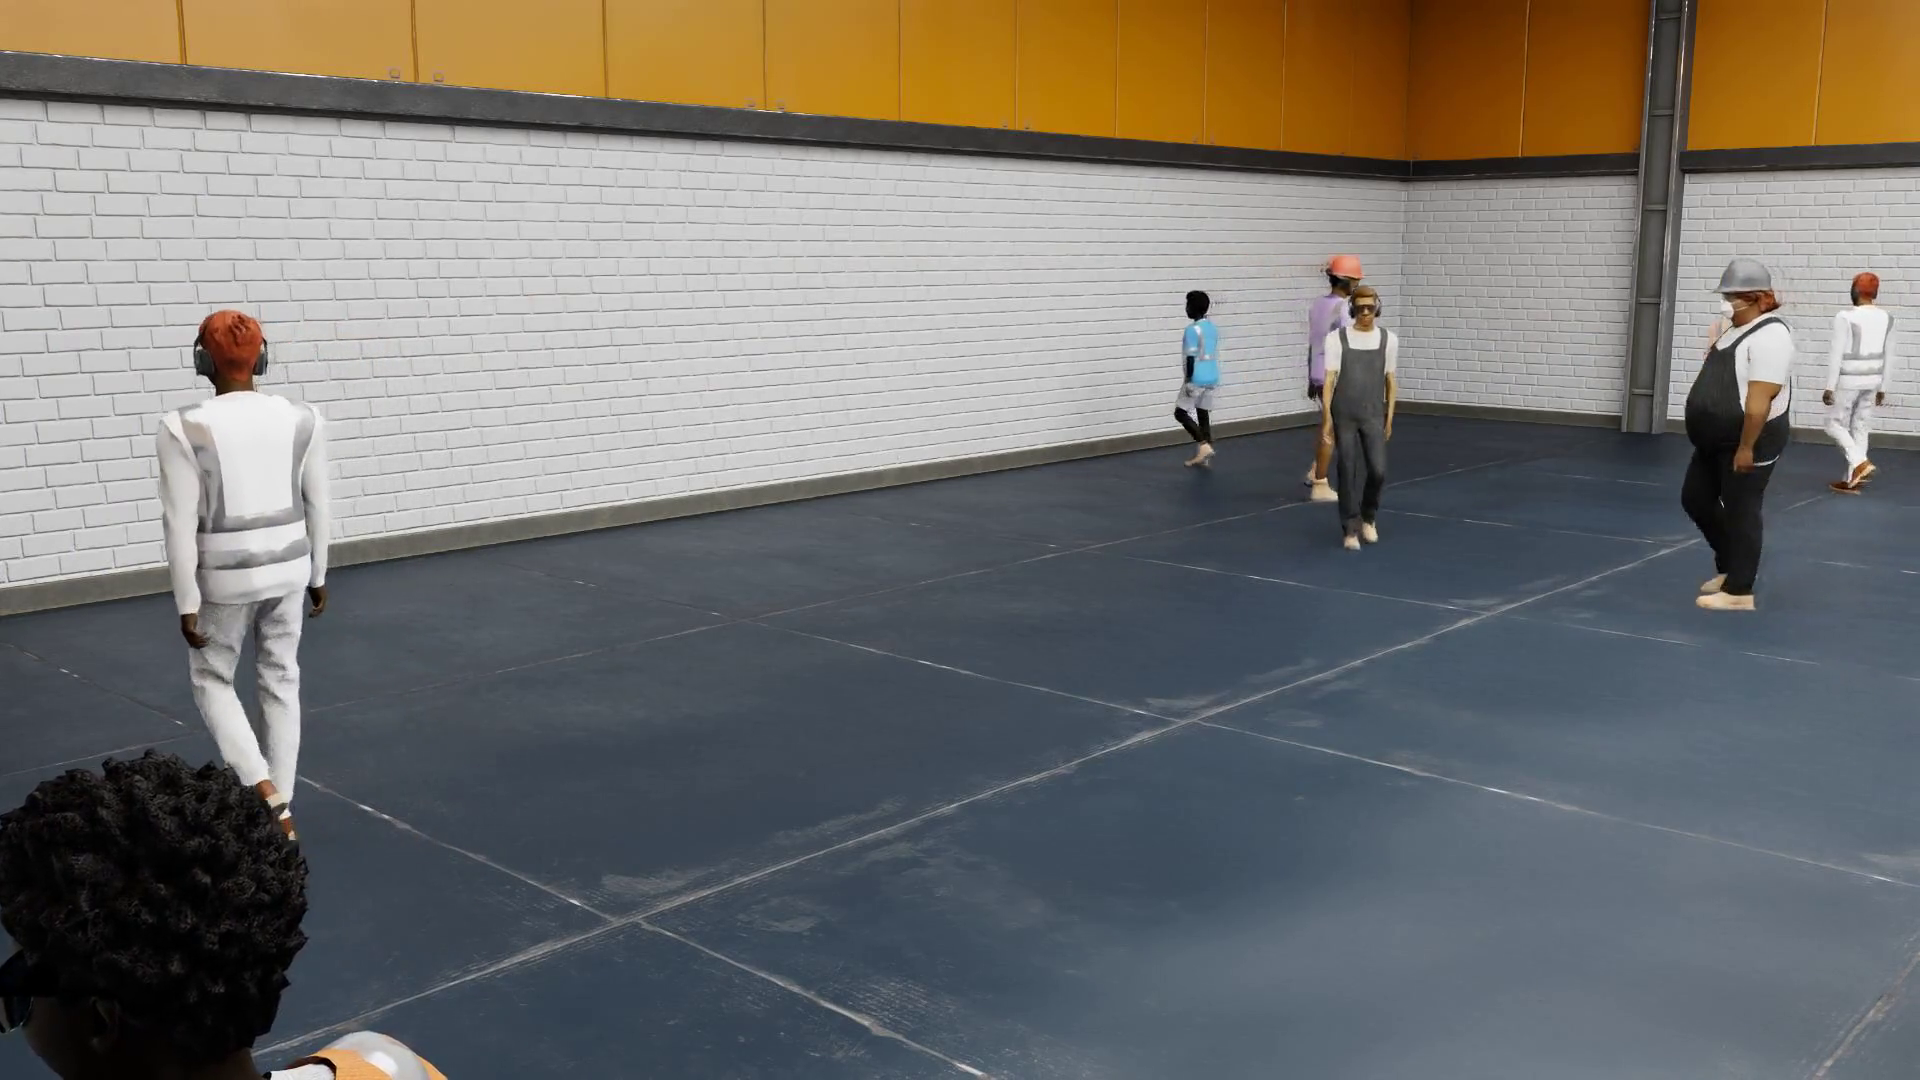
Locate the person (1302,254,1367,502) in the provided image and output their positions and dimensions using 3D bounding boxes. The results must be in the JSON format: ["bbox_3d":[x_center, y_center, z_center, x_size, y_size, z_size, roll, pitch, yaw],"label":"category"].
[{"bbox_3d":[3.056,-1.305,13.544,0.473,2.024,0.635,-3,10,-17],"label":"person"}]

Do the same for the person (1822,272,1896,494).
[{"bbox_3d":[7.559,-1.301,13.957,0.596,1.871,0.484,-2,10,-13],"label":"person"}]

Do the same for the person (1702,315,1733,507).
[{"bbox_3d":[6.217,-1.165,13.158,0.896,1.894,0.588,-8,13,-37],"label":"person"}]

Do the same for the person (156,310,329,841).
[{"bbox_3d":[-2.434,0.148,5.717,0.584,1.867,0.448,-9,13,-42],"label":"person"}]

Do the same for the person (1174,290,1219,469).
[{"bbox_3d":[2.228,-1.495,15.587,0.354,1.682,0.541,8,13,37],"label":"person"}]

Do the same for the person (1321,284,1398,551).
[{"bbox_3d":[2.734,-0.832,11.420,0.514,1.827,0.393,1,10,6],"label":"person"}]

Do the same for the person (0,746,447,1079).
[{"bbox_3d":[-0.583,1.002,1.383,0.317,1.690,0.535,3,10,17],"label":"person"}]

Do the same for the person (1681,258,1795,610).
[{"bbox_3d":[4.433,-0.604,9.520,0.539,2.000,0.685,1,10,3],"label":"person"}]
